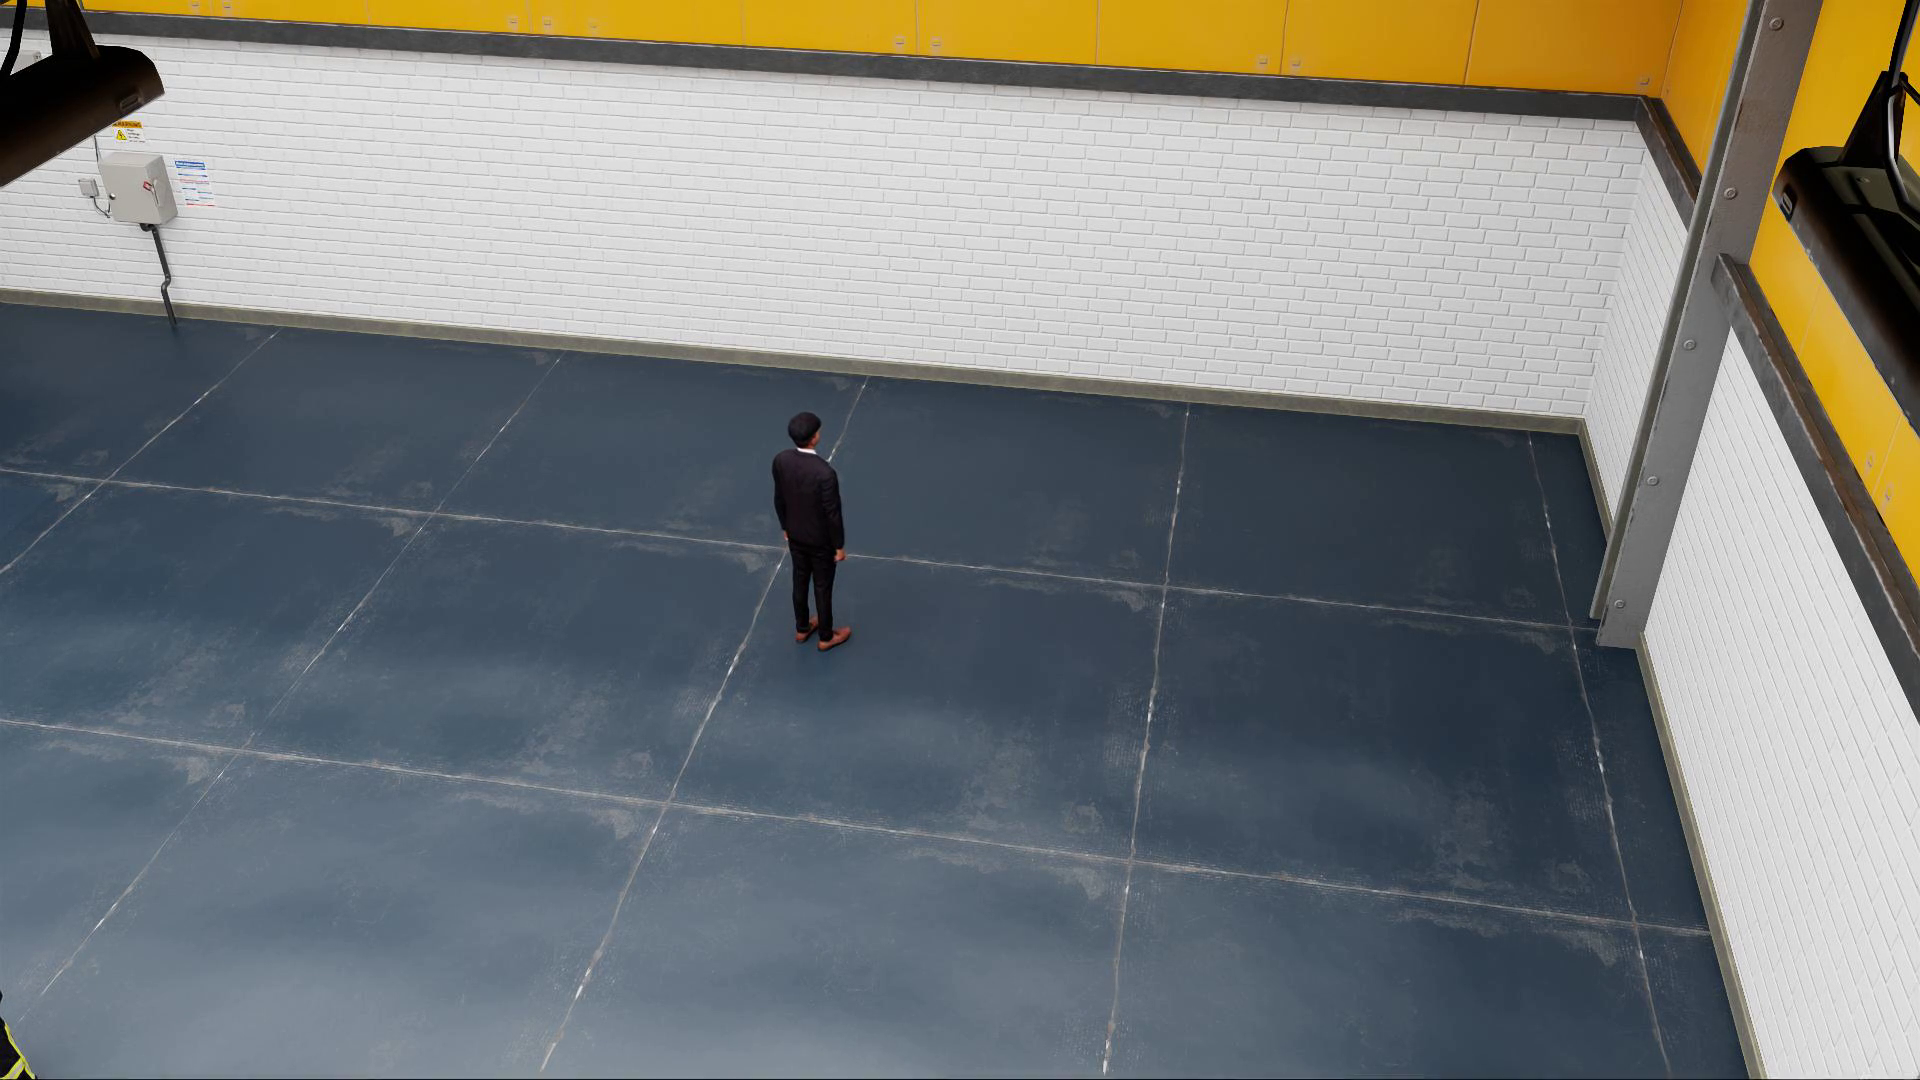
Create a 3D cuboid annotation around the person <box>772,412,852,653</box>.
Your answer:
[{"bbox_3d":[-1.054,-0.057,11.704,0.768,1.884,0.703,19,38,26],"label":"person"}]
